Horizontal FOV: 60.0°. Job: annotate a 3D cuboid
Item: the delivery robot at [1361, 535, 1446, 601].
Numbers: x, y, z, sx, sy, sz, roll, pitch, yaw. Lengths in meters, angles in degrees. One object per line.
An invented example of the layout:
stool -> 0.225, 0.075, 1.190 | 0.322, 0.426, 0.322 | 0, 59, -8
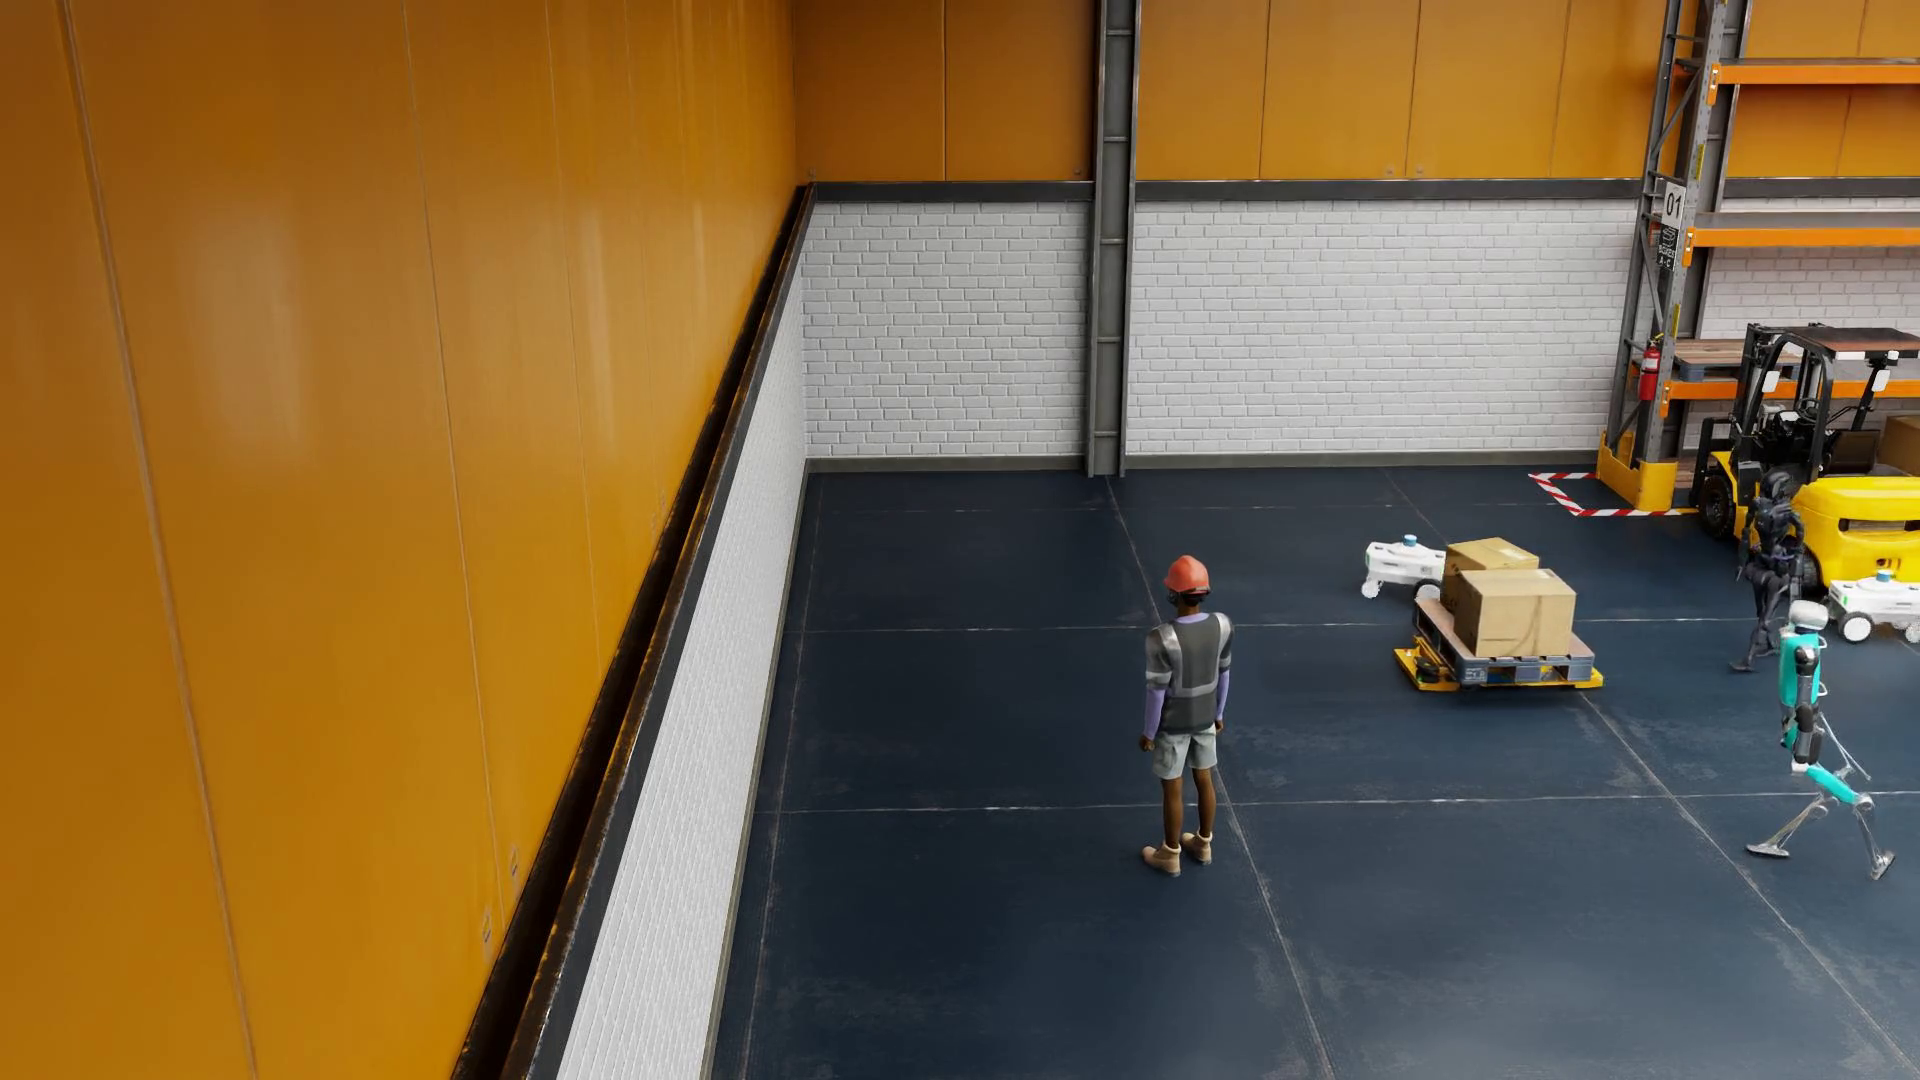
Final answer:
delivery robot -> 3.896, 0.252, 14.447 | 0.793, 0.590, 0.499 | 8, 22, 21

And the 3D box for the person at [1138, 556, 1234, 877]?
person -> 1.345, 1.070, 10.095 | 0.607, 2.044, 0.392 | -10, 23, -26

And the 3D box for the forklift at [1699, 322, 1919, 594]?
forklift -> 7.809, -0.792, 14.926 | 1.214, 2.155, 2.313 | -1, 20, -2

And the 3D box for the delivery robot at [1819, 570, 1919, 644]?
delivery robot -> 7.549, 0.534, 13.679 | 0.765, 0.585, 0.499 | 2, 20, 5

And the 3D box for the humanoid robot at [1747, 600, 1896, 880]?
humanoid robot -> 5.374, 1.244, 10.085 | 0.965, 1.775, 0.555 | 6, 21, 15

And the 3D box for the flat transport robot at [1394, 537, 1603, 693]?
flat transport robot -> 4.189, 0.954, 12.967 | 1.431, 0.231, 0.659 | -1, 20, -3

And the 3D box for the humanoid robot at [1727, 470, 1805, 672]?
humanoid robot -> 6.311, 0.233, 12.949 | 0.765, 1.618, 0.602 | -9, 22, -24
